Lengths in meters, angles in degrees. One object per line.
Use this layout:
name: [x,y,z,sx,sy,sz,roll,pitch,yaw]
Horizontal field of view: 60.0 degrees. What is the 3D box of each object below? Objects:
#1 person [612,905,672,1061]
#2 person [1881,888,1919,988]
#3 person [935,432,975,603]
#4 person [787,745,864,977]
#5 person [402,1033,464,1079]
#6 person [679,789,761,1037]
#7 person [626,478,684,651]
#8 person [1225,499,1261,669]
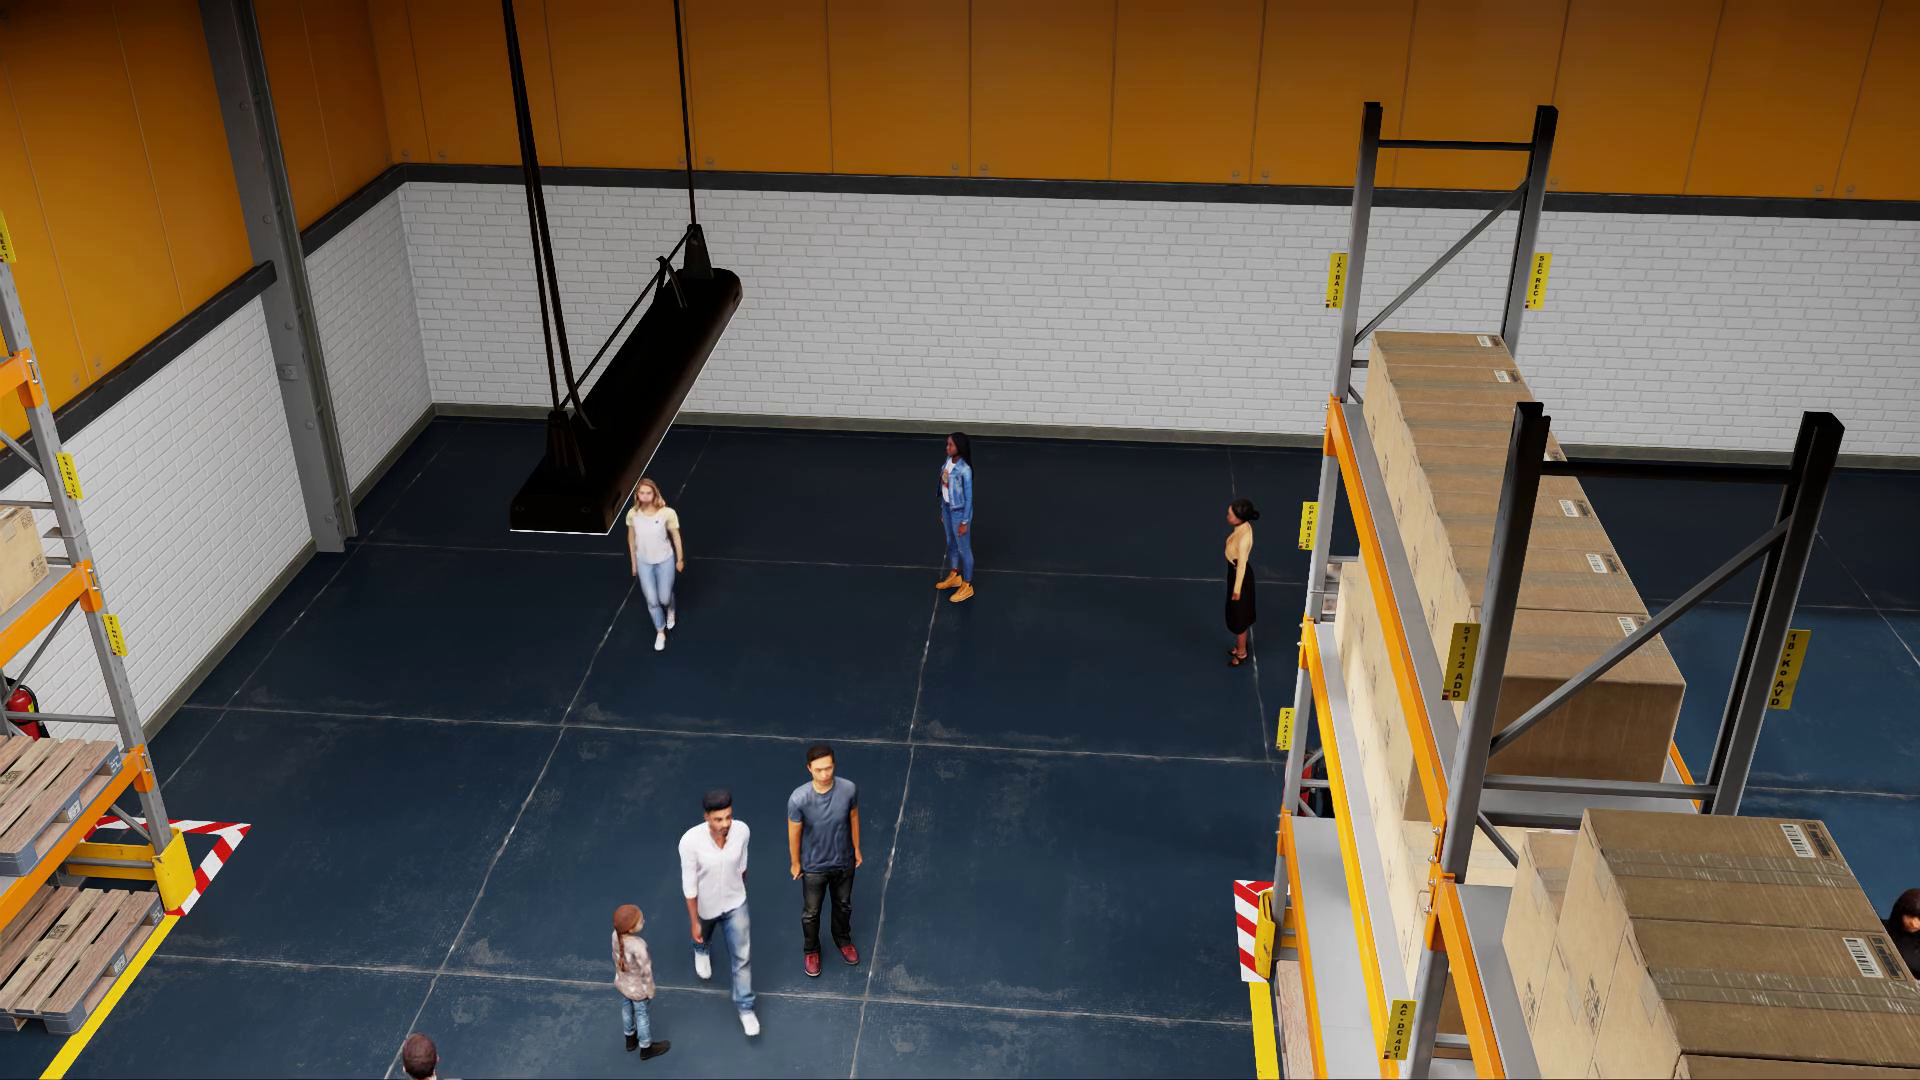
person: [-2.101,2.835,10.705,0.556,1.194,0.597,22,36,35]
person: [5.743,2.766,10.382,0.679,1.624,0.734,13,31,22]
person: [-0.022,-0.243,15.805,0.744,1.713,0.635,-14,32,-24]
person: [-0.913,2.147,11.322,0.733,1.810,0.708,-11,30,-19]
person: [-2.753,3.458,8.894,0.828,1.834,0.874,-15,32,-26]
person: [-1.635,2.329,11.030,0.983,1.771,1.292,-9,30,-17]
person: [-2.747,0.159,15.071,0.644,1.711,0.734,1,29,2]
person: [2.482,0.376,14.737,0.619,1.649,0.500,4,29,7]
